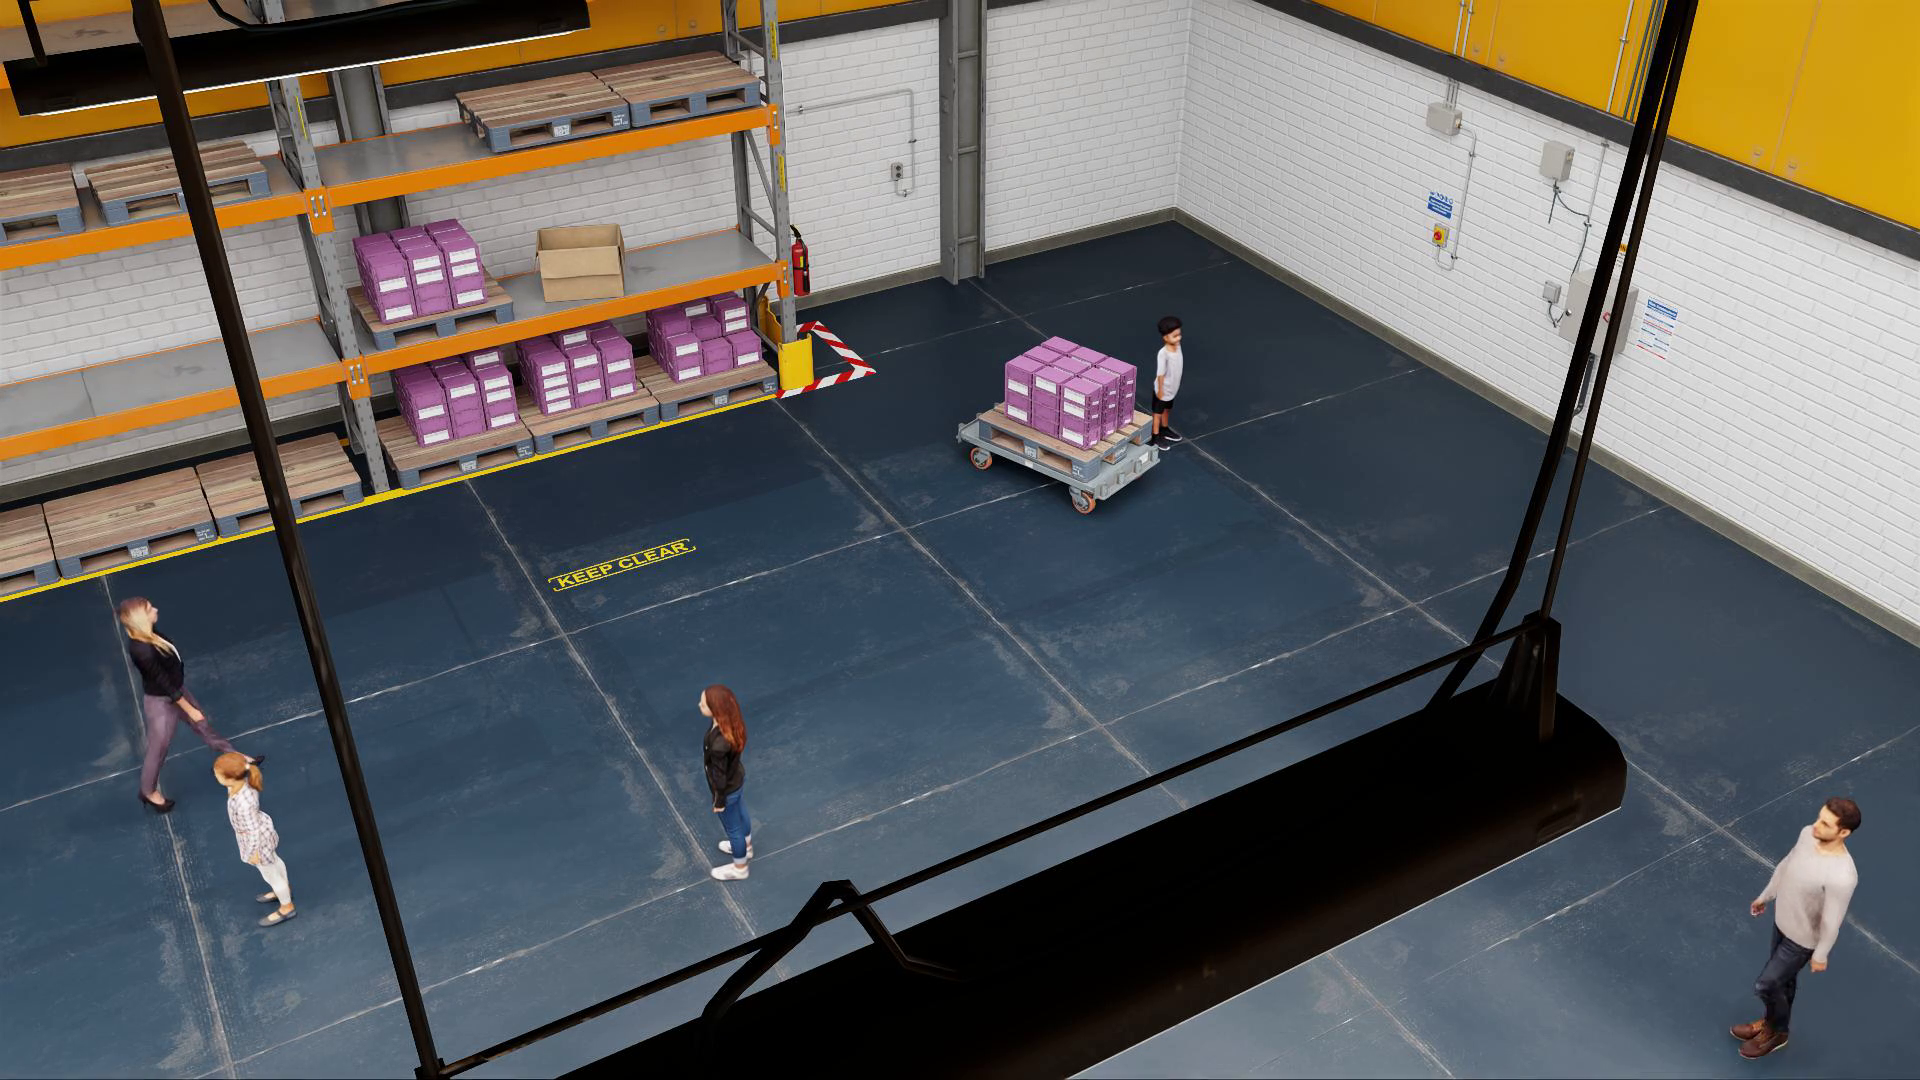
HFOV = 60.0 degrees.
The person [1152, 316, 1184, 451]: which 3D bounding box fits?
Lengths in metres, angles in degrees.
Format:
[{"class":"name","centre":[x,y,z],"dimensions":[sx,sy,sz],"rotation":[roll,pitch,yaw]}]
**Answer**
[{"class":"person","centre":[1.873,-1.446,15.072],"dimensions":[0.617,1.262,0.529],"rotation":[24,40,31]}]

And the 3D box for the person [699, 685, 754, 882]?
[{"class":"person","centre":[-1.450,1.503,10.437],"dimensions":[0.657,1.482,0.635],"rotation":[1,34,2]}]

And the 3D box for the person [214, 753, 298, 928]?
[{"class":"person","centre":[-4.288,1.798,10.148],"dimensions":[0.519,1.310,0.554],"rotation":[-13,36,-19]}]

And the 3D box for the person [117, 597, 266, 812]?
[{"class":"person","centre":[-5.287,1.123,10.874],"dimensions":[1.051,1.631,0.663],"rotation":[-14,36,-20]}]

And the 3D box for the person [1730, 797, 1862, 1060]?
[{"class":"person","centre":[4.703,2.131,9.154],"dimensions":[0.761,1.856,0.746],"rotation":[1,34,1]}]
